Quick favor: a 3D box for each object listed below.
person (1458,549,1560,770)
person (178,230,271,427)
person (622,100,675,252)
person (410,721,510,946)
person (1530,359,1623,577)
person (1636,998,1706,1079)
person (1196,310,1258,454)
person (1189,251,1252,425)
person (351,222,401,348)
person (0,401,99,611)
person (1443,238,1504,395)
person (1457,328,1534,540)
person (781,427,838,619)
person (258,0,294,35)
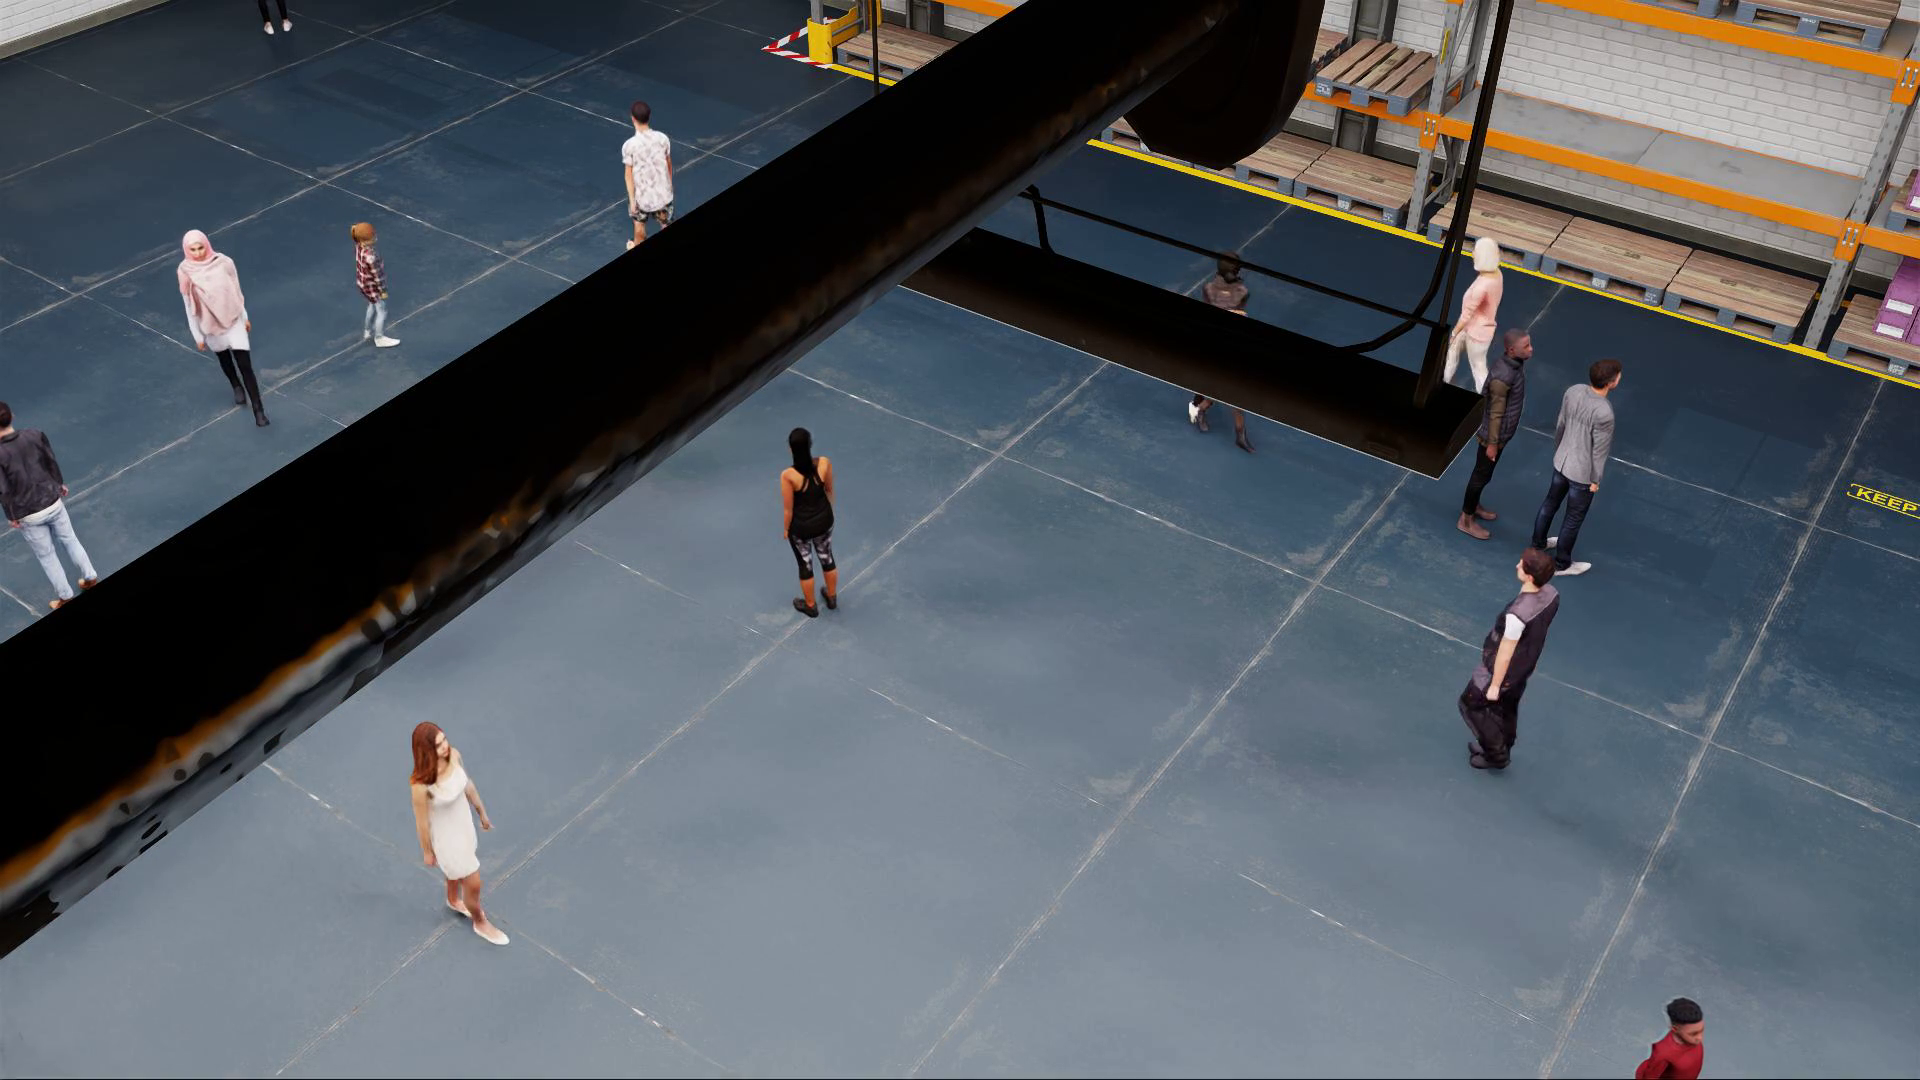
[{"bbox_3d":[3.681,0.861,10.883,0.735,1.836,0.716,-31,48,-33],"label":"person"},{"bbox_3d":[-6.399,-1.869,14.369,1.007,1.753,1.232,-18,42,-21],"label":"person"},{"bbox_3d":[-2.960,-3.343,16.189,0.949,1.784,1.161,-22,44,-25],"label":"person"},{"bbox_3d":[-3.113,1.706,9.942,0.826,1.691,0.655,17,41,20],"label":"person"},{"bbox_3d":[4.700,-0.567,12.641,0.841,1.874,0.736,-14,41,-17],"label":"person"},{"bbox_3d":[3.718,2.862,8.843,0.559,1.255,0.562,-25,45,-28],"label":"person"},{"bbox_3d":[2.250,-1.405,14.194,0.728,1.245,1.005,-22,44,-25],"label":"person"},{"bbox_3d":[2.257,-1.824,14.394,0.837,1.650,0.977,-27,46,-29],"label":"person"},{"bbox_3d":[-5.464,-2.357,15.358,0.608,1.280,0.772,31,48,33],"label":"person"},{"bbox_3d":[-6.801,-0.246,12.270,0.580,1.836,0.686,17,42,21],"label":"person"},{"bbox_3d":[4.533,-1.755,14.274,0.995,1.693,0.697,16,41,19],"label":"person"},{"bbox_3d":[4.194,-0.862,13.041,0.624,1.836,0.726,17,42,20],"label":"person"},{"bbox_3d":[-1.108,-0.143,12.278,0.649,1.665,0.621,-23,44,-26],"label":"person"},{"bbox_3d":[-8.948,-7.345,21.266,0.672,1.702,0.687,-13,41,-16],"label":"person"}]
